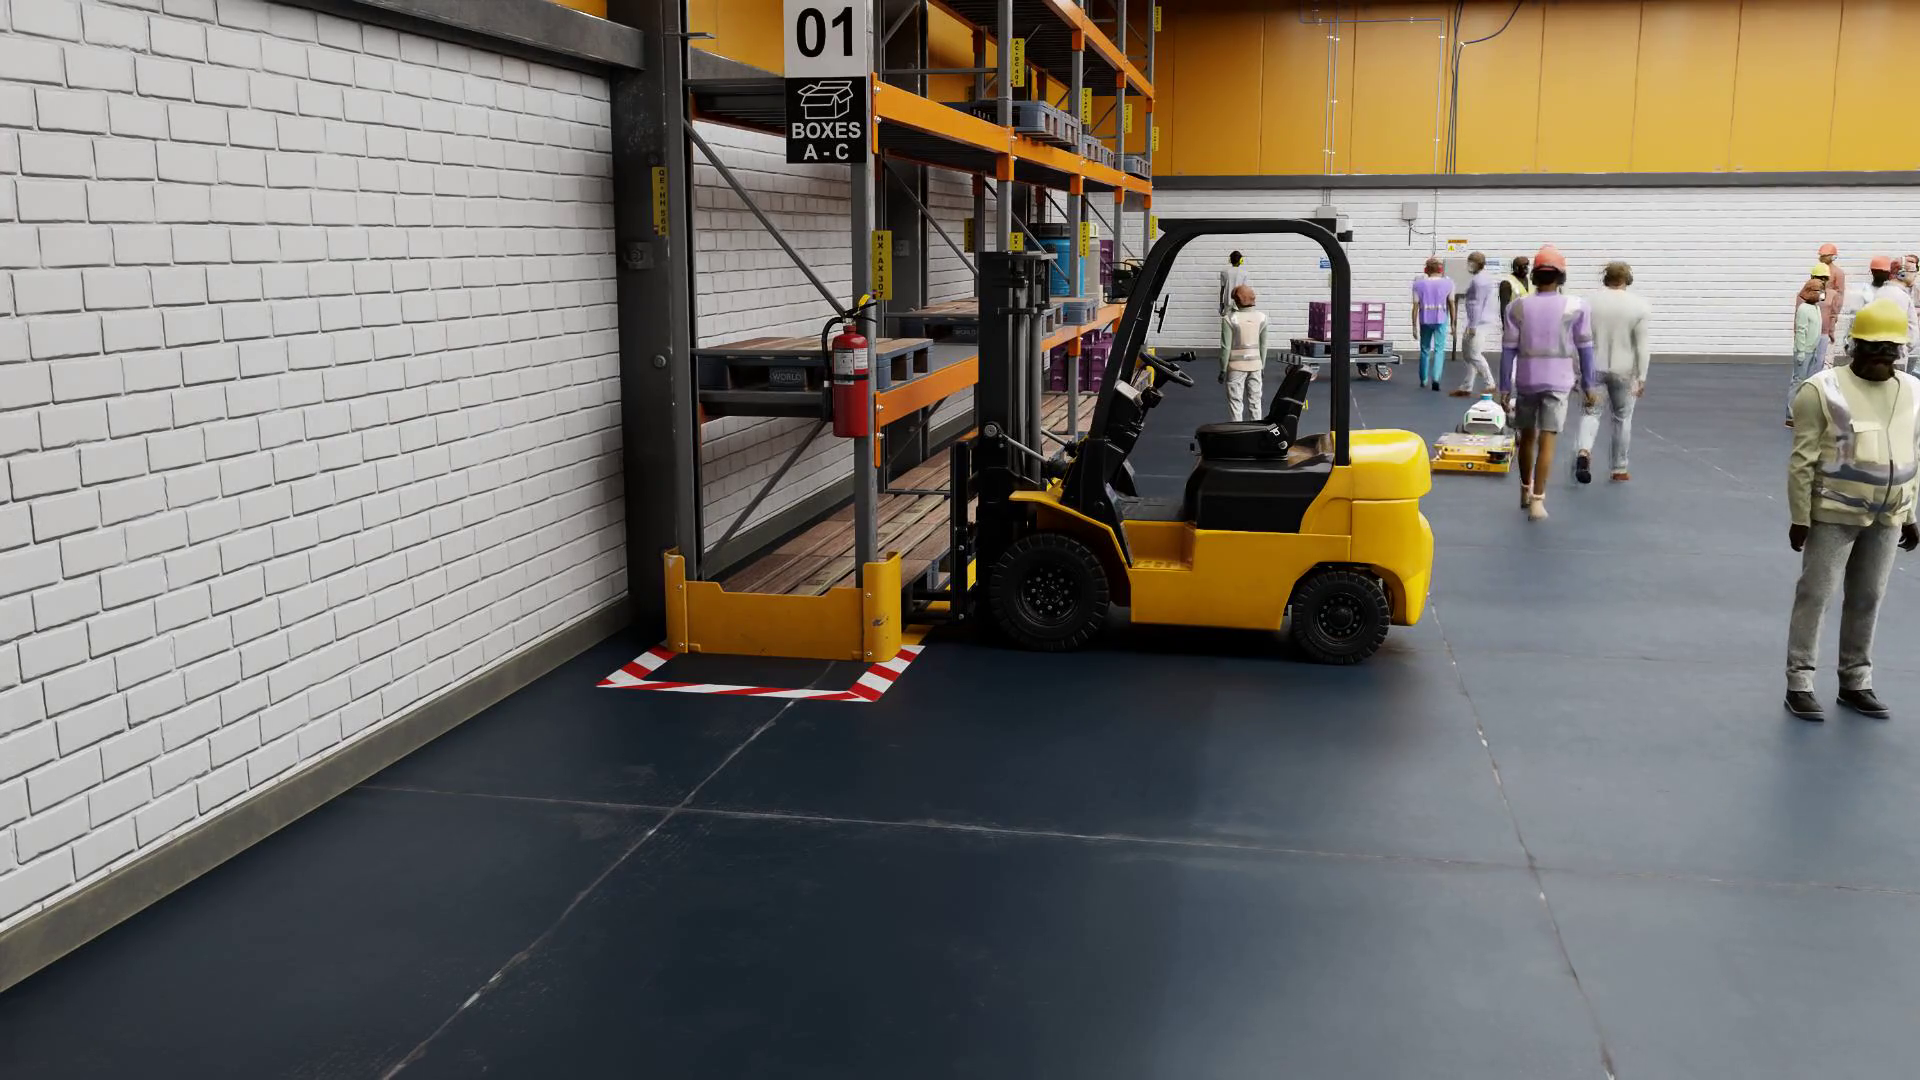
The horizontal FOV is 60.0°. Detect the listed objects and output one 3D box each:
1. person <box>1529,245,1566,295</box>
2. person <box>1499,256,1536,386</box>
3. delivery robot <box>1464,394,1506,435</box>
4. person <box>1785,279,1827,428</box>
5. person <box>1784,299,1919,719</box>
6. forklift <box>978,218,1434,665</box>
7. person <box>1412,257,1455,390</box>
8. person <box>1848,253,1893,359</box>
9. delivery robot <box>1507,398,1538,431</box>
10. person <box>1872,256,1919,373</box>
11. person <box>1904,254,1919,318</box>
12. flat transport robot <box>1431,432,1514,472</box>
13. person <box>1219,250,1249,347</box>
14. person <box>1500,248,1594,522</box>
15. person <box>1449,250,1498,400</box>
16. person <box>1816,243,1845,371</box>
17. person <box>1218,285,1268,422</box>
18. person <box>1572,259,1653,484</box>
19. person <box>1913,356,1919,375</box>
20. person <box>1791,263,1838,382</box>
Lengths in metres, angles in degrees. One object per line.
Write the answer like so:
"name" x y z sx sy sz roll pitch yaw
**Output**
"person" 8.998 -3.585 25.826 0.647 1.950 0.962 -2 11 -13
"person" 7.829 -3.066 23.337 0.647 1.824 0.444 -6 12 -29
"delivery robot" 5.128 -1.180 16.236 0.477 0.478 0.707 4 11 22
"person" 9.294 -2.041 18.252 0.265 1.632 0.507 9 14 42
"person" 3.886 -0.124 7.203 0.599 1.827 0.403 -1 10 -6
"forklift" 1.285 -0.567 8.635 2.313 2.155 1.214 2 11 11
"person" 6.503 -2.974 22.878 0.585 1.814 0.888 4 11 20
"person" 10.291 -2.287 18.856 0.554 1.914 0.824 -1 10 -6
"delivery robot" 5.772 -1.299 16.885 0.477 0.478 0.707 2 10 10
"person" 8.884 -1.737 15.836 0.403 1.906 0.652 2 11 13
"person" 13.312 -3.096 23.466 0.429 1.843 0.633 5 11 24
"flat transport robot" 4.727 -0.816 15.271 0.652 0.197 1.431 4 11 20
"person" 4.648 -3.978 28.268 0.504 1.861 0.330 4 11 19
"person" 4.408 -1.169 12.486 0.635 1.996 1.011 6 12 30
"person" 6.656 -2.766 21.449 0.523 1.919 0.727 3 11 16
"person" 12.749 -3.377 24.583 0.390 1.992 0.623 -2 11 -12
"person" 2.707 -1.613 15.893 0.510 1.639 0.308 -4 11 -23
"person" 5.429 -1.392 13.971 0.662 1.913 0.779 7 13 35
"person" 14.810 -3.333 25.191 0.868 1.712 0.485 -2 11 -11
"person" 10.762 -2.596 20.930 0.533 1.767 0.327 0 10 -2
